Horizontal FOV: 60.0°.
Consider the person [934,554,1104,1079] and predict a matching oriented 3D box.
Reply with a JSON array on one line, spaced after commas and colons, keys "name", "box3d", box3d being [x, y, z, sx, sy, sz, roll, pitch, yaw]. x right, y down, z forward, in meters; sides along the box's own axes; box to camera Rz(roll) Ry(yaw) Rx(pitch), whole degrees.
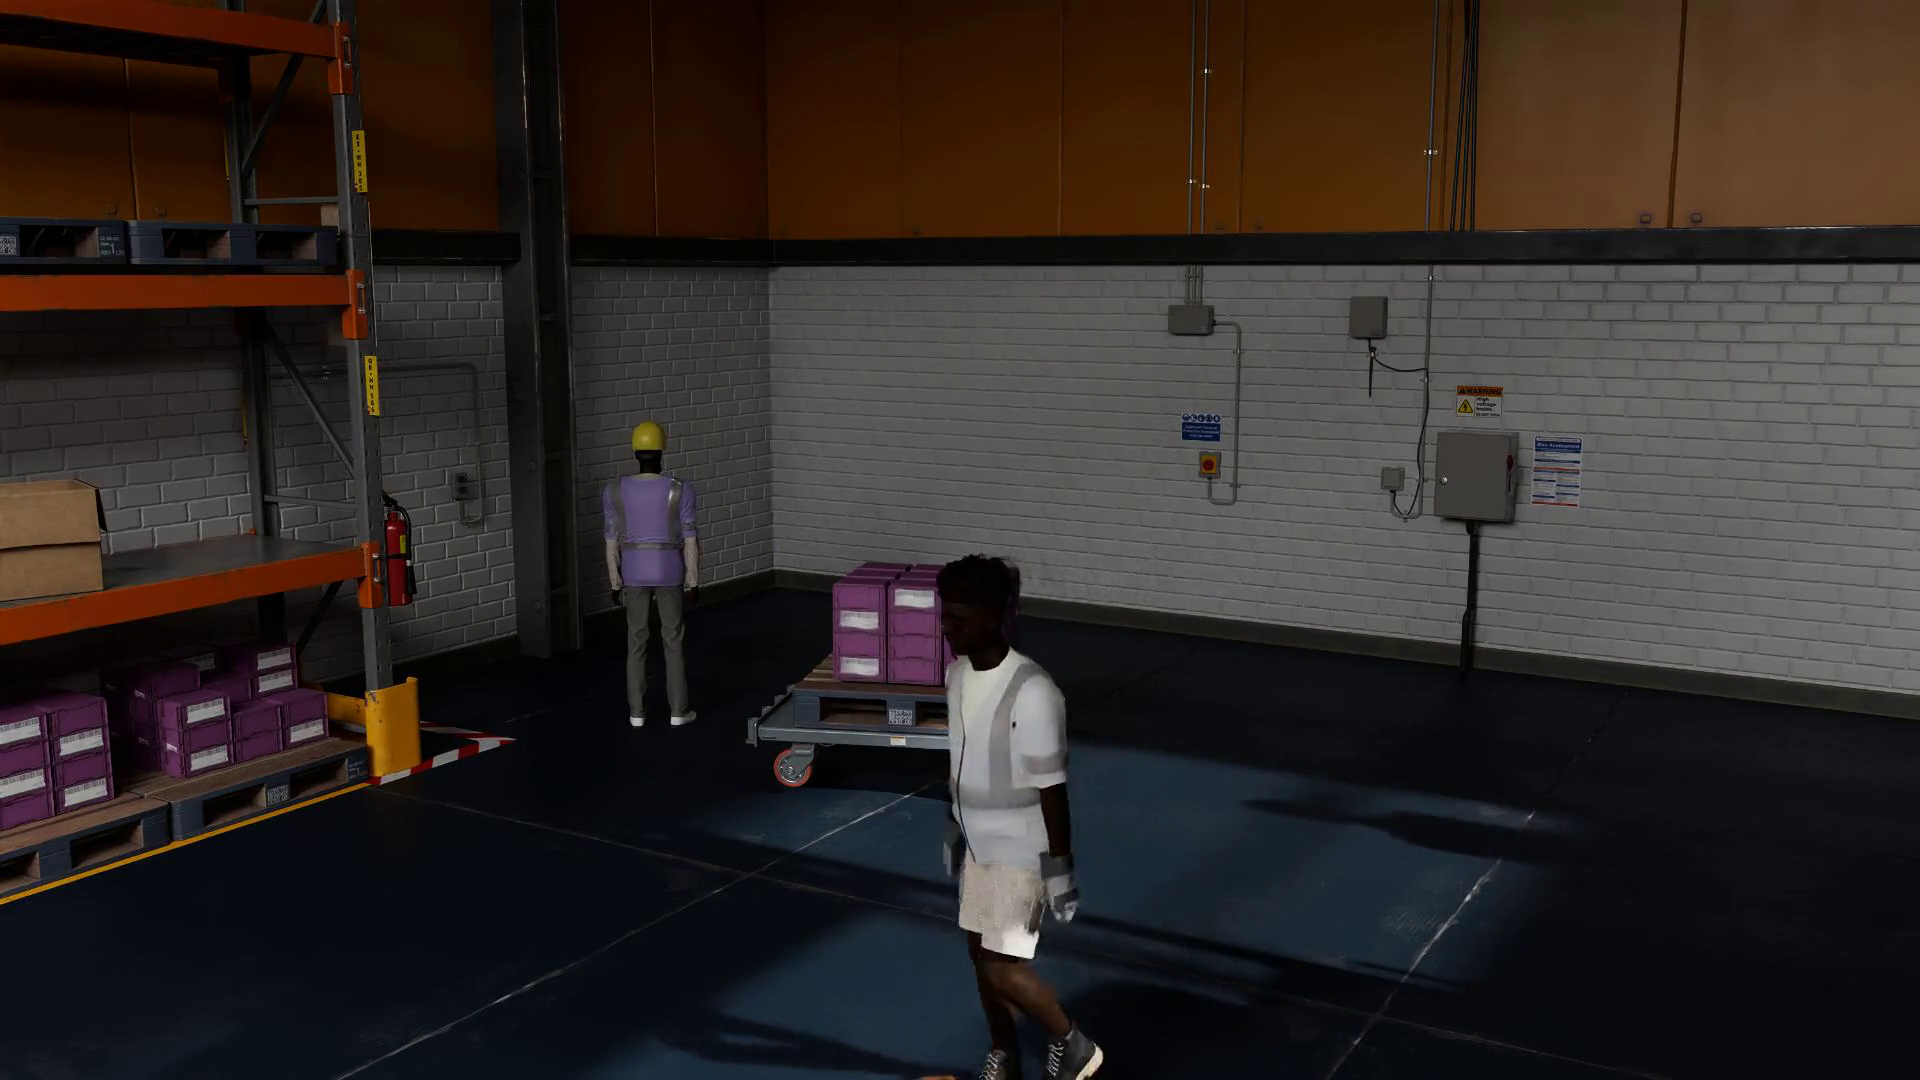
[{"name": "person", "box3d": [0.145, 1.003, 5.476, 0.482, 1.943, 0.677, -5, 11, -31]}]

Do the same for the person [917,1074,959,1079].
[{"name": "person", "box3d": [0.054, 1.609, 2.688, 0.623, 1.620, 0.536, -9, 13, -43]}]

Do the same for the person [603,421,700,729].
[{"name": "person", "box3d": [-1.909, 0.224, 10.370, 0.588, 1.930, 0.359, 0, 9, -1]}]
